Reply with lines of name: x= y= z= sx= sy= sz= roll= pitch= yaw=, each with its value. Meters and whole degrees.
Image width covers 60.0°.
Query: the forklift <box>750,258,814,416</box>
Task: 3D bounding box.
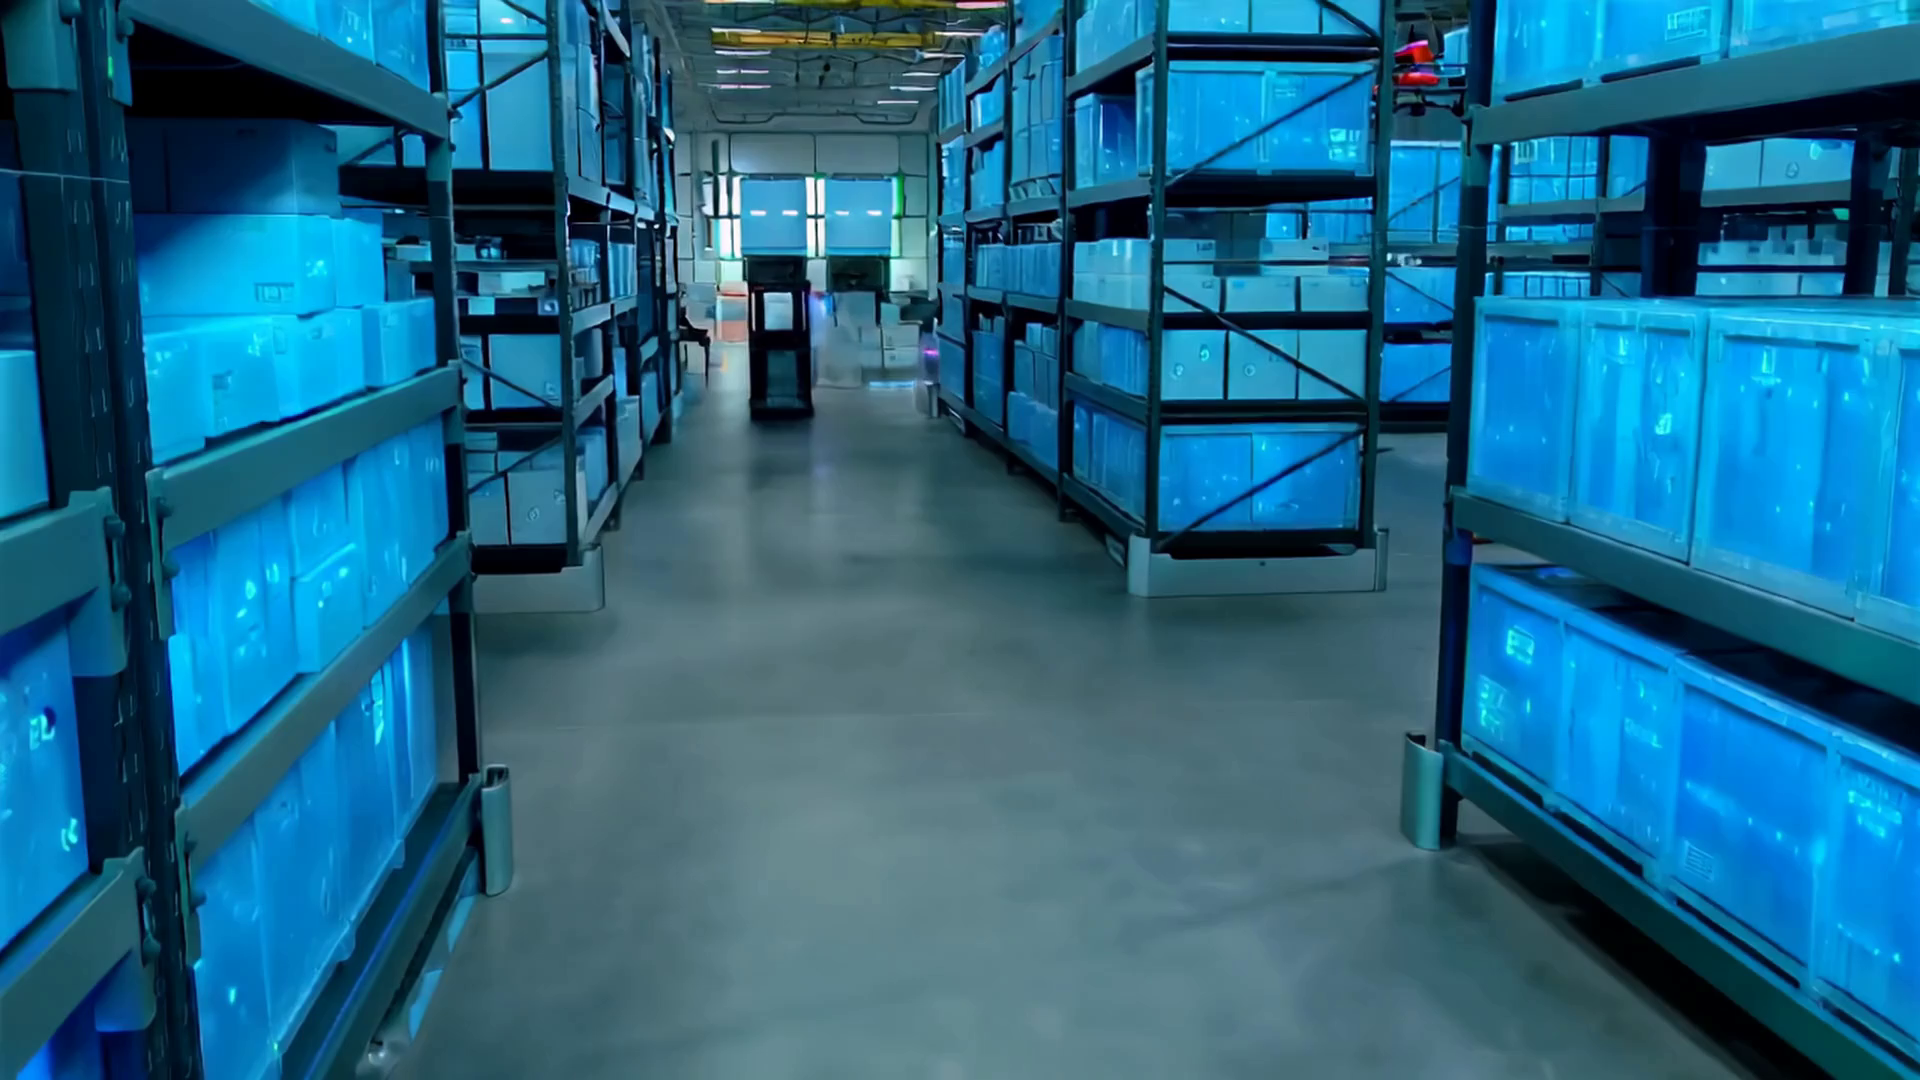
forklift: x=-3.277 y=-3.722 z=30.233 sx=1.129 sy=2.768 sz=1.873 roll=-1 pitch=10 yaw=-7

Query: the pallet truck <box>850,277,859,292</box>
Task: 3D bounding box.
pallet truck: x=-3.782 y=-9.391 z=65.808 sx=1.885 sy=1.965 sz=0.823 roll=2 pitch=10 yaw=10

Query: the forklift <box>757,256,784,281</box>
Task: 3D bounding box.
forklift: x=-6.951 y=-9.037 z=61.177 sx=1.129 sy=2.768 sz=1.873 roll=-7 pitch=12 yaw=-34

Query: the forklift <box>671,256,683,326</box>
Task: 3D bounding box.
forklift: x=-11.354 y=-9.571 z=64.286 sx=1.129 sy=2.768 sz=1.873 roll=-1 pitch=10 yaw=-7
